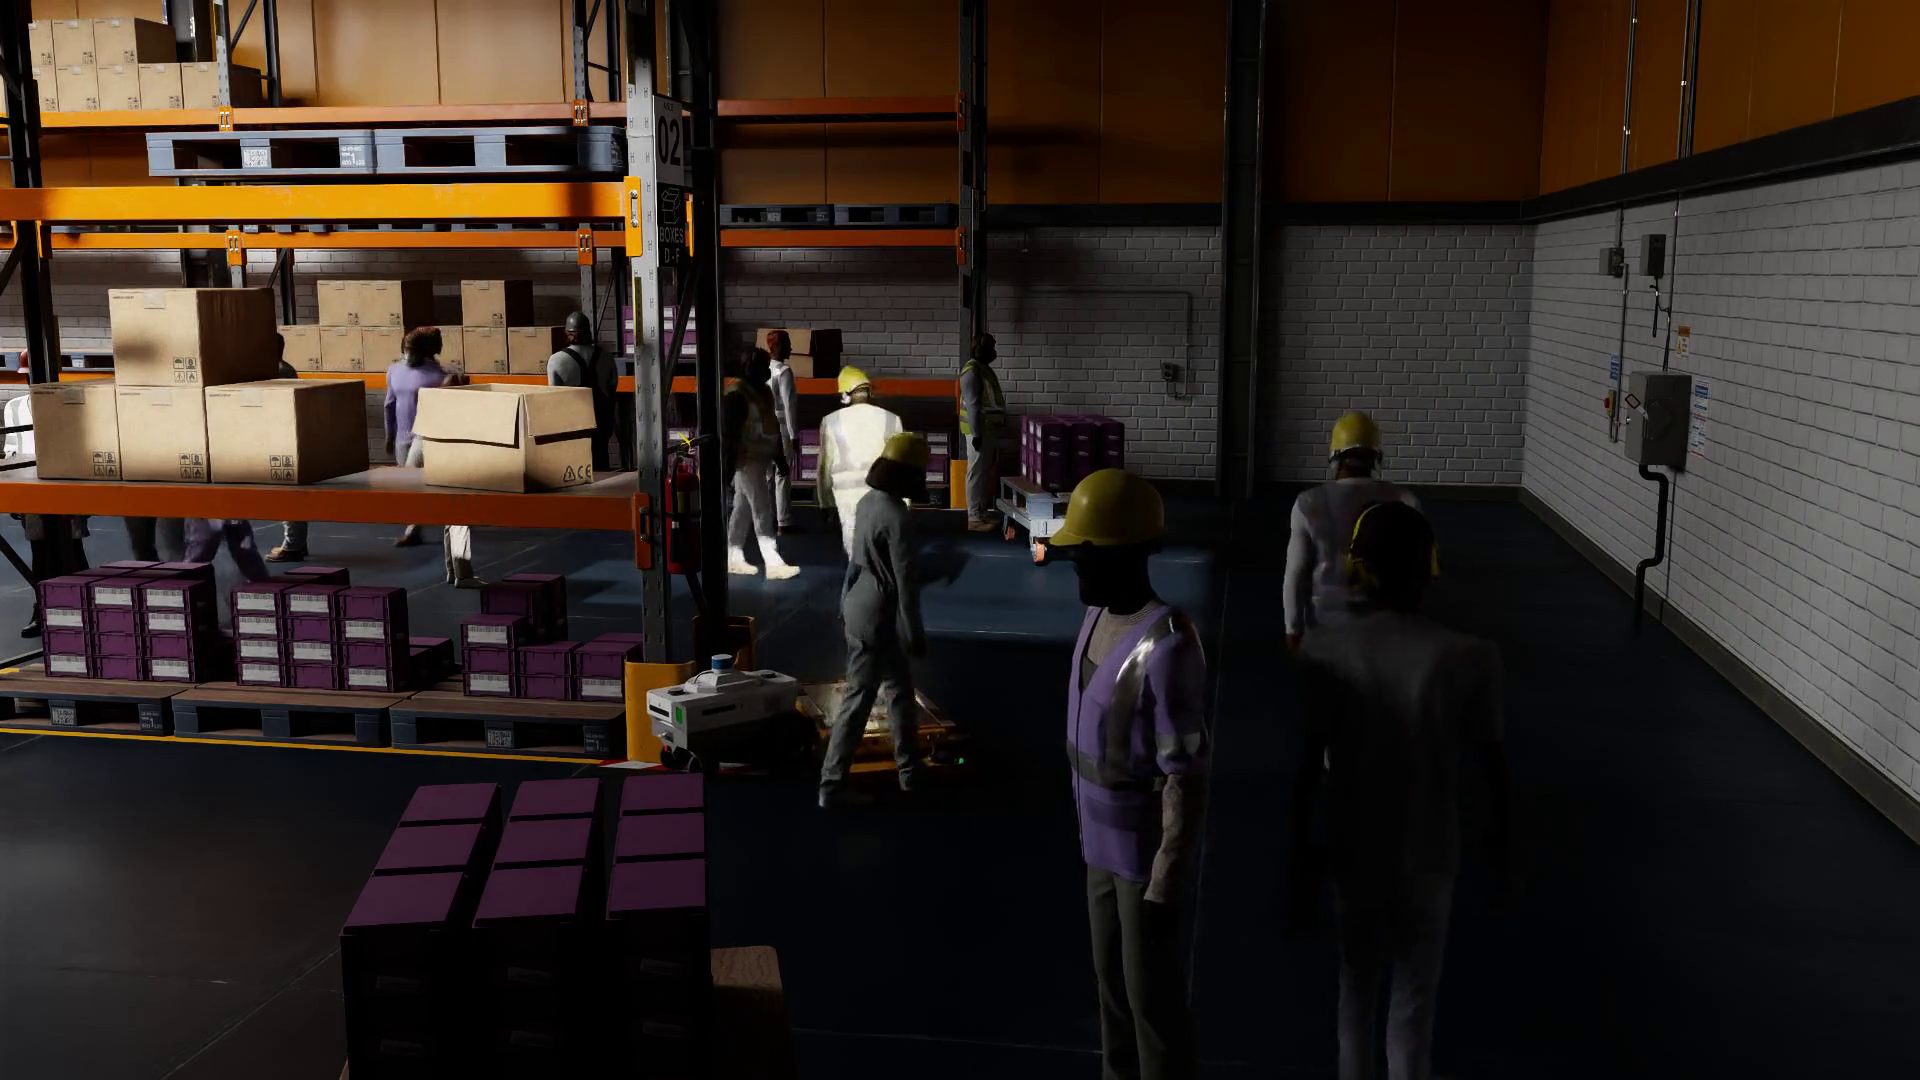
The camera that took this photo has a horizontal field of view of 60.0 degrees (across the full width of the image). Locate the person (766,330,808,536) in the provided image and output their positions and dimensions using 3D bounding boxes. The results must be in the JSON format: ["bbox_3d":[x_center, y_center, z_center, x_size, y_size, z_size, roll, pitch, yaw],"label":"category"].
[{"bbox_3d":[-1.655,-0.978,15.242,0.354,1.883,0.573,-7,12,-38],"label":"person"}]

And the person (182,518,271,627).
[{"bbox_3d":[-4.927,-0.318,11.243,0.953,1.850,0.654,-4,10,-26],"label":"person"}]

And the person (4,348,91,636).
[{"bbox_3d":[-6.020,-0.324,11.012,0.545,1.938,0.356,-2,9,-10],"label":"person"}]

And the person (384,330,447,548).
[{"bbox_3d":[-4.748,-0.914,14.781,0.648,1.913,0.813,4,10,24],"label":"person"}]

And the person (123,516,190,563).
[{"bbox_3d":[-5.503,-0.383,11.376,0.636,1.937,0.353,1,9,4],"label":"person"}]

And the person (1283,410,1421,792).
[{"bbox_3d":[1.721,0.341,7.291,0.599,1.811,0.746,-1,9,-4],"label":"person"}]

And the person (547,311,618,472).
[{"bbox_3d":[-3.632,-1.159,15.878,0.683,2.000,0.538,-6,11,-35],"label":"person"}]

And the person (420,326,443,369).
[{"bbox_3d":[-5.294,-1.209,16.713,0.468,1.865,0.617,1,9,6],"label":"person"}]

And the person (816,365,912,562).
[{"bbox_3d":[-0.649,-0.288,11.306,0.630,1.776,0.956,-3,10,-17],"label":"person"}]

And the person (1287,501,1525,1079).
[{"bbox_3d":[1.155,0.813,4.261,0.563,1.835,0.744,3,10,20],"label":"person"}]

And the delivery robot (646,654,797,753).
[{"bbox_3d":[-1.148,0.797,8.043,0.707,0.478,0.477,-7,12,-39],"label":"delivery robot"}]

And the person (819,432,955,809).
[{"bbox_3d":[-0.304,0.367,7.458,0.796,1.697,0.510,-3,10,-20],"label":"person"}]

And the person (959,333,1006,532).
[{"bbox_3d":[0.217,-1.009,15.563,0.429,1.844,0.627,2,9,12],"label":"person"}]

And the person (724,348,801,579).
[{"bbox_3d":[-1.541,-0.601,13.113,0.827,1.809,0.641,2,9,14],"label":"person"}]

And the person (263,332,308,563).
[{"bbox_3d":[-5.653,-0.780,13.839,0.374,1.939,0.629,-1,9,-7],"label":"person"}]

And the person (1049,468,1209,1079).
[{"bbox_3d":[0.423,0.773,4.252,0.384,1.924,0.589,-3,10,-16],"label":"person"}]

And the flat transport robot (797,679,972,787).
[{"bbox_3d":[-0.453,0.932,8.378,0.652,0.197,1.431,-3,10,-16],"label":"flat transport robot"}]

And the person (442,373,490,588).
[{"bbox_3d":[-3.825,-0.449,12.713,0.309,1.641,0.514,-5,10,-28],"label":"person"}]
